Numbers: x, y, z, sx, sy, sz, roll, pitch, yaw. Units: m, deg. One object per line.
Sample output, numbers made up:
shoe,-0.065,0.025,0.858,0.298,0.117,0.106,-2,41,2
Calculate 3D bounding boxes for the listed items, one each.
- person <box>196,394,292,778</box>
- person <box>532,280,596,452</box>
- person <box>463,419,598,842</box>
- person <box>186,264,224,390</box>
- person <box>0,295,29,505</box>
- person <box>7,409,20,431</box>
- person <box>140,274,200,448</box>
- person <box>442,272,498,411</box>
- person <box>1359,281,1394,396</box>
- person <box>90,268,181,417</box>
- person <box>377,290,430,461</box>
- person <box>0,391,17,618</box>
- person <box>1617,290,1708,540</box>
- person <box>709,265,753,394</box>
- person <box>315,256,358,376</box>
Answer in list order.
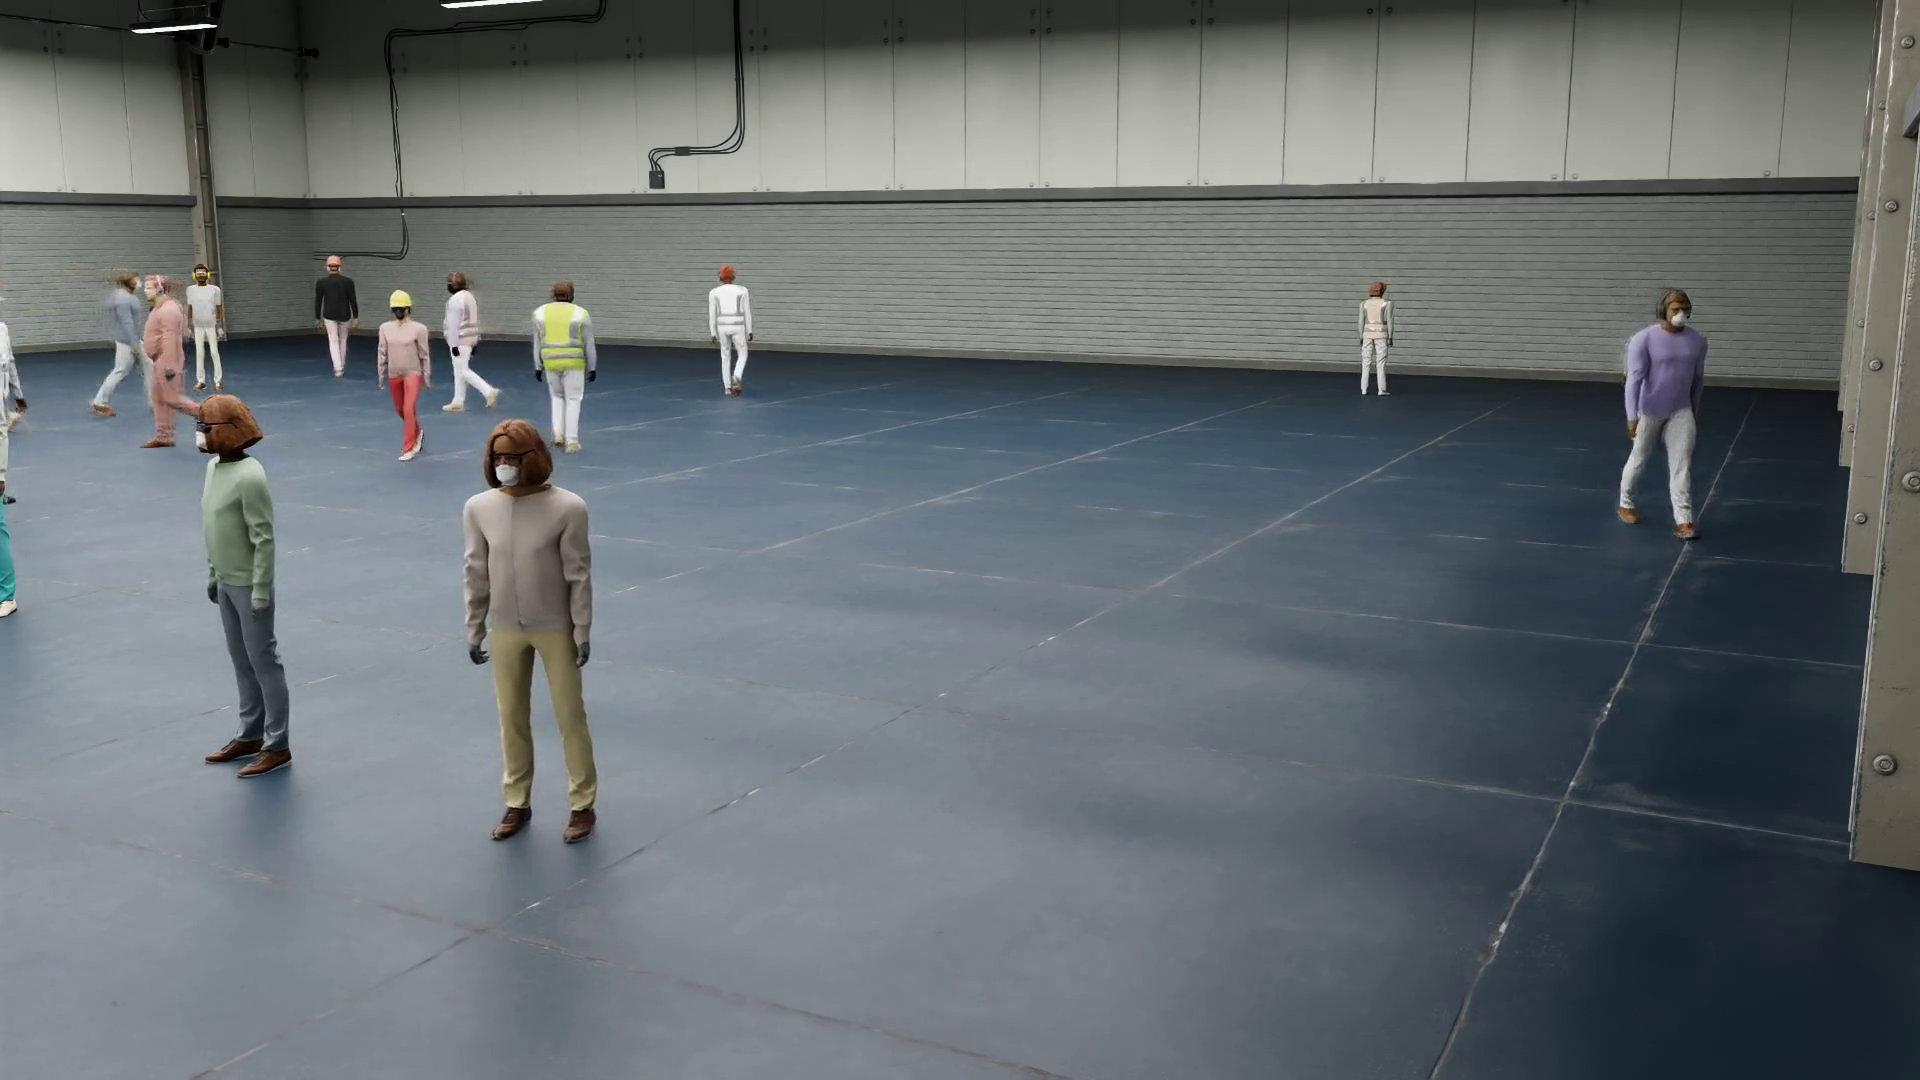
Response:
person,-3.079,0.191,7.109,0.284,1.634,0.498,-10,14,-44
person,-4.191,-1.854,17.744,0.650,1.822,0.519,1,10,5
person,-1.622,0.347,6.291,0.503,1.623,0.298,2,11,10
person,-11.247,-3.169,24.777,0.515,1.877,0.328,-2,11,-10
person,-8.229,-1.246,14.140,0.490,1.923,0.539,1,10,5
person,-11.380,-2.058,19.283,0.793,1.665,0.532,-2,11,-12
person,-8.527,-1.935,18.039,0.729,1.884,0.650,-7,12,-33
person,-6.421,-2.576,21.696,0.743,1.827,0.638,1,10,3
person,5.963,-2.881,23.851,0.514,1.639,0.311,7,12,33
person,-10.559,-2.498,21.073,1.016,1.893,0.642,-3,11,-14
person,-5.726,-1.720,17.250,0.532,1.745,0.787,1,10,8
person,-5.954,-0.402,9.976,0.526,1.772,0.307,2,11,8
person,5.444,-0.993,12.903,0.653,1.890,1.033,-1,10,-3
person,-3.294,-3.011,23.914,0.633,1.871,0.620,0,10,2
person,-10.266,-3.673,27.348,0.656,1.939,0.828,-5,12,-27
